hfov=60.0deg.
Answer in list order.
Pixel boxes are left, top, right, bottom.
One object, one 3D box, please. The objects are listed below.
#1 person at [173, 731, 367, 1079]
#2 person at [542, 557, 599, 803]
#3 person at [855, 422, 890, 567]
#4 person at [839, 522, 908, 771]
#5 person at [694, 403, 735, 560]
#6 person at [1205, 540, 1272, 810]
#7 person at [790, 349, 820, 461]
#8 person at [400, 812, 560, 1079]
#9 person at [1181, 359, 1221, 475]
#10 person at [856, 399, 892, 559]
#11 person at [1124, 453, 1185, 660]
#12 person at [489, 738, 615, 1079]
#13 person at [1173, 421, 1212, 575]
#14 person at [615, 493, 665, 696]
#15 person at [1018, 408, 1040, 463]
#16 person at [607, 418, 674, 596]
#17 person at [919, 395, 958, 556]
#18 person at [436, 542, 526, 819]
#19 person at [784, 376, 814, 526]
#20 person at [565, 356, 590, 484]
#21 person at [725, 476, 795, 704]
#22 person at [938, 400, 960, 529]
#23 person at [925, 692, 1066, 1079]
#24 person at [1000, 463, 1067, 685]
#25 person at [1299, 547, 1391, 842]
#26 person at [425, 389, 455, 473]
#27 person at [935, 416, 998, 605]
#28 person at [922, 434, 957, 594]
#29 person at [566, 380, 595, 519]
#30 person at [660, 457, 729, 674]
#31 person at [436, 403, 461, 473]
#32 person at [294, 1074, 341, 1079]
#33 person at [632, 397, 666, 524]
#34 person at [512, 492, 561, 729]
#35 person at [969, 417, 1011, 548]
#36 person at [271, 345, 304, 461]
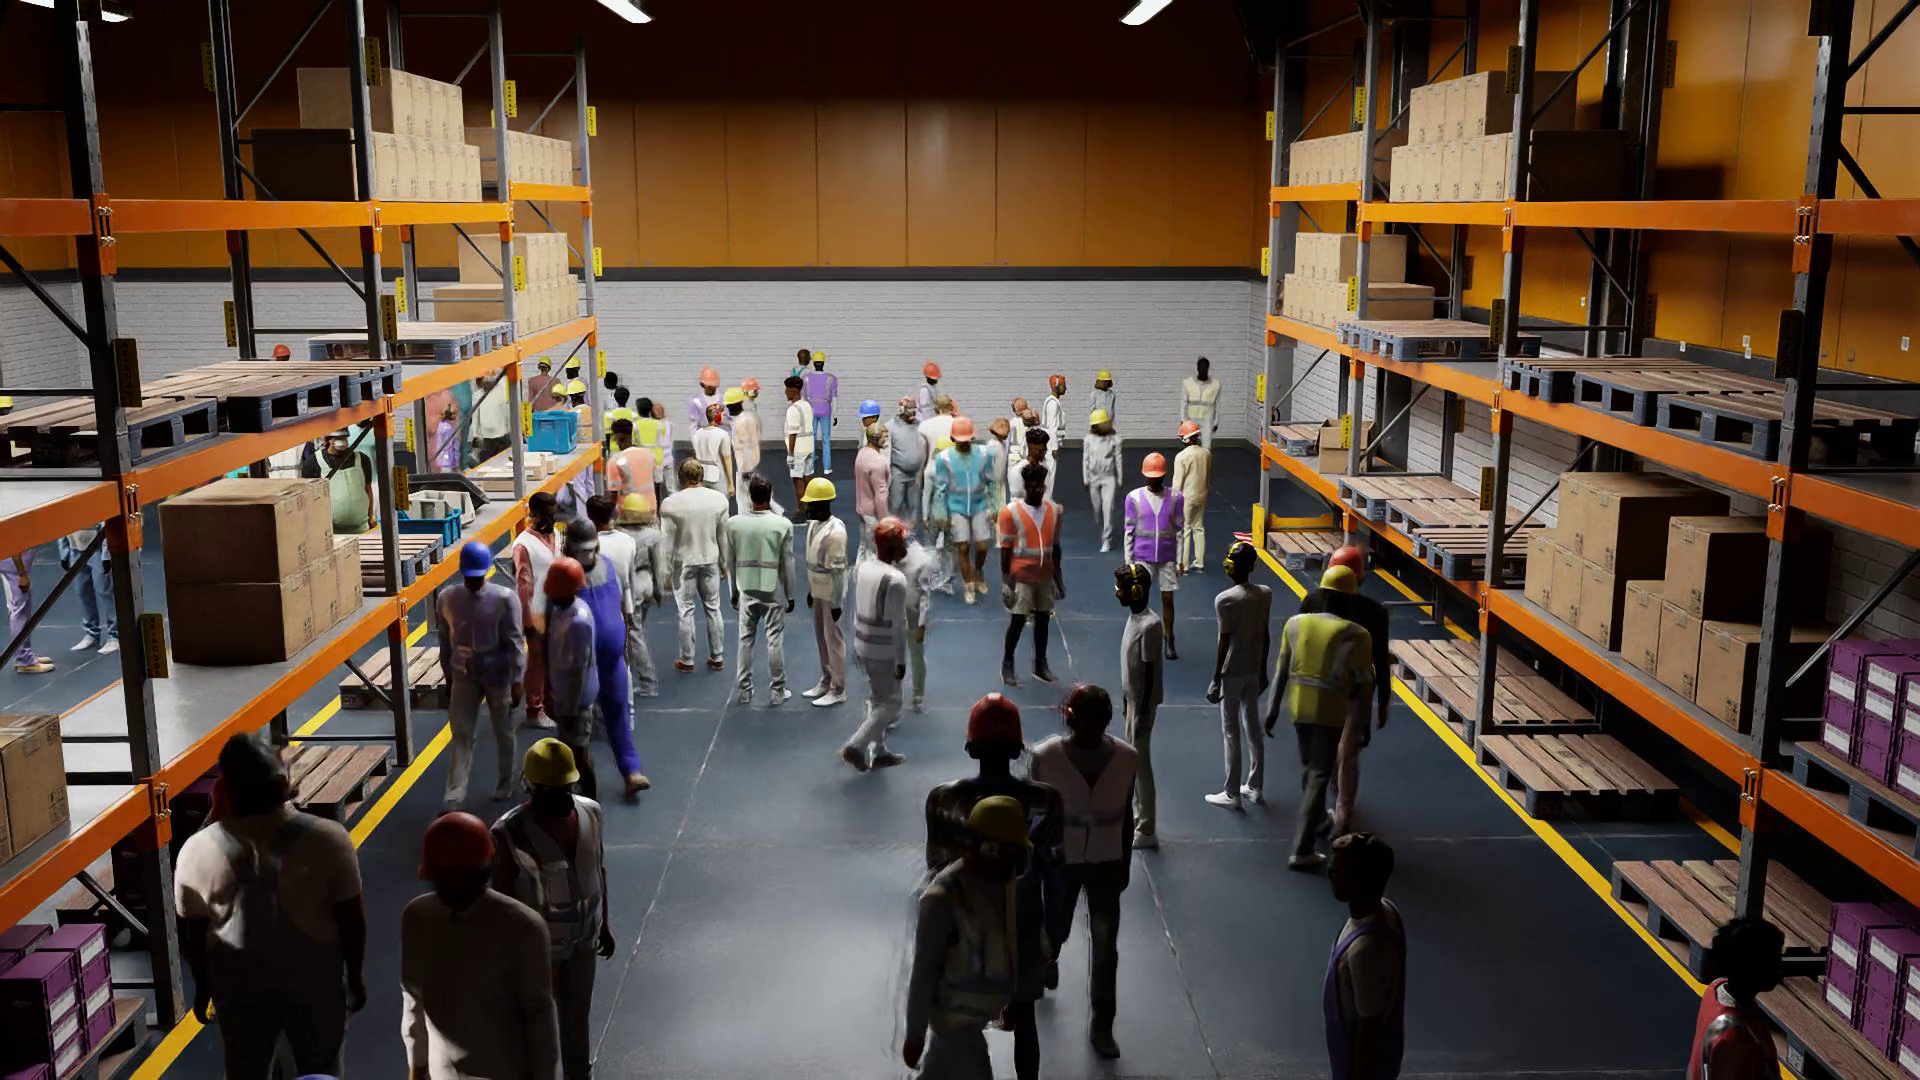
[{"bbox_3d":[-2.789,1.752,6.847,0.712,2.000,0.536,-2,11,-9],"label":"person"},{"bbox_3d":[-2.582,1.003,11.012,0.347,1.897,0.726,-4,12,-21],"label":"person"},{"bbox_3d":[-0.894,-0.257,17.180,0.359,1.936,0.632,-5,12,-22],"label":"person"},{"bbox_3d":[-0.628,0.801,12.055,0.544,1.865,0.619,-9,14,-37],"label":"person"},{"bbox_3d":[-2.884,-0.686,19.563,0.566,1.847,0.389,9,14,38],"label":"person"},{"bbox_3d":[1.914,0.924,11.431,0.535,1.868,0.309,-8,14,-34],"label":"person"},{"bbox_3d":[-2.550,-2.199,27.155,0.515,1.842,0.328,10,15,40],"label":"person"},{"bbox_3d":[-1.767,1.932,6.092,0.627,1.985,0.409,4,12,18],"label":"person"},{"bbox_3d":[3.639,-1.811,25.164,0.596,1.865,1.043,2,11,9],"label":"person"},{"bbox_3d":[-1.002,-0.661,19.215,0.416,1.939,0.610,-6,13,-29],"label":"person"},{"bbox_3d":[1.772,0.152,15.182,0.549,1.923,0.390,0,11,0],"label":"person"},{"bbox_3d":[-1.778,1.755,7.355,0.403,1.834,0.587,9,15,39],"label":"person"},{"bbox_3d":[2.588,-0.479,18.790,0.568,1.741,0.354,-10,15,-40],"label":"person"},{"bbox_3d":[-2.826,0.451,14.226,0.769,1.700,0.491,11,16,43],"label":"person"},{"bbox_3d":[0.891,-0.839,20.856,0.308,1.638,0.511,-2,11,-9],"label":"person"},{"bbox_3d":[-3.378,-0.307,17.410,0.561,1.944,0.745,10,15,40],"label":"person"},{"bbox_3d":[-0.190,-0.800,20.040,0.632,1.879,0.966,0,11,0],"label":"person"},{"bbox_3d":[-3.243,0.949,11.220,0.624,1.890,1.006,0,11,-1],"label":"person"},{"bbox_3d":[-2.106,-1.165,21.696,0.385,1.958,0.607,3,12,16],"label":"person"},{"bbox_3d":[-5.735,-1.791,24.898,0.387,1.927,0.589,2,11,10],"label":"person"},{"bbox_3d":[-1.660,0.423,13.858,0.586,1.910,0.394,2,12,11],"label":"person"},{"bbox_3d":[-0.175,-0.890,20.852,0.348,1.740,0.574,-3,12,-15],"label":"person"},{"bbox_3d":[0.154,1.662,7.281,0.607,2.048,0.367,0,11,-1],"label":"person"},{"bbox_3d":[0.612,0.297,14.394,0.689,1.965,0.473,-6,13,-27],"label":"person"},{"bbox_3d":[2.517,0.976,10.947,0.665,1.960,0.632,6,13,28],"label":"person"},{"bbox_3d":[-7.285,-1.441,23.255,0.643,1.890,0.500,10,15,40],"label":"person"},{"bbox_3d":[0.075,-0.311,17.290,0.664,2.001,0.578,-1,11,-7],"label":"person"},{"bbox_3d":[-0.194,-0.278,17.827,0.520,1.720,0.407,-4,12,-21],"label":"person"},{"bbox_3d":[-4.896,-1.105,21.496,0.391,1.915,0.593,4,12,19],"label":"person"},{"bbox_3d":[-2.352,0.227,14.792,0.635,1.932,0.363,-6,13,-26],"label":"person"},{"bbox_3d":[-6.606,-0.966,21.509,0.318,1.631,0.520,-5,12,-25],"label":"person"},{"bbox_3d":[-1.605,2.294,4.393,0.417,1.939,0.605,-7,13,-30],"label":"person"},{"bbox_3d":[-4.061,-1.028,21.678,0.580,1.687,0.480,-4,12,-19],"label":"person"},{"bbox_3d":[-3.329,0.553,13.208,0.398,1.908,0.599,3,12,14],"label":"person"},{"bbox_3d":[0.379,-0.695,20.191,0.606,1.602,0.534,4,12,20],"label":"person"},{"bbox_3d":[-10.874,-2.194,26.897,0.549,1.933,0.373,9,14,37],"label":"person"}]
